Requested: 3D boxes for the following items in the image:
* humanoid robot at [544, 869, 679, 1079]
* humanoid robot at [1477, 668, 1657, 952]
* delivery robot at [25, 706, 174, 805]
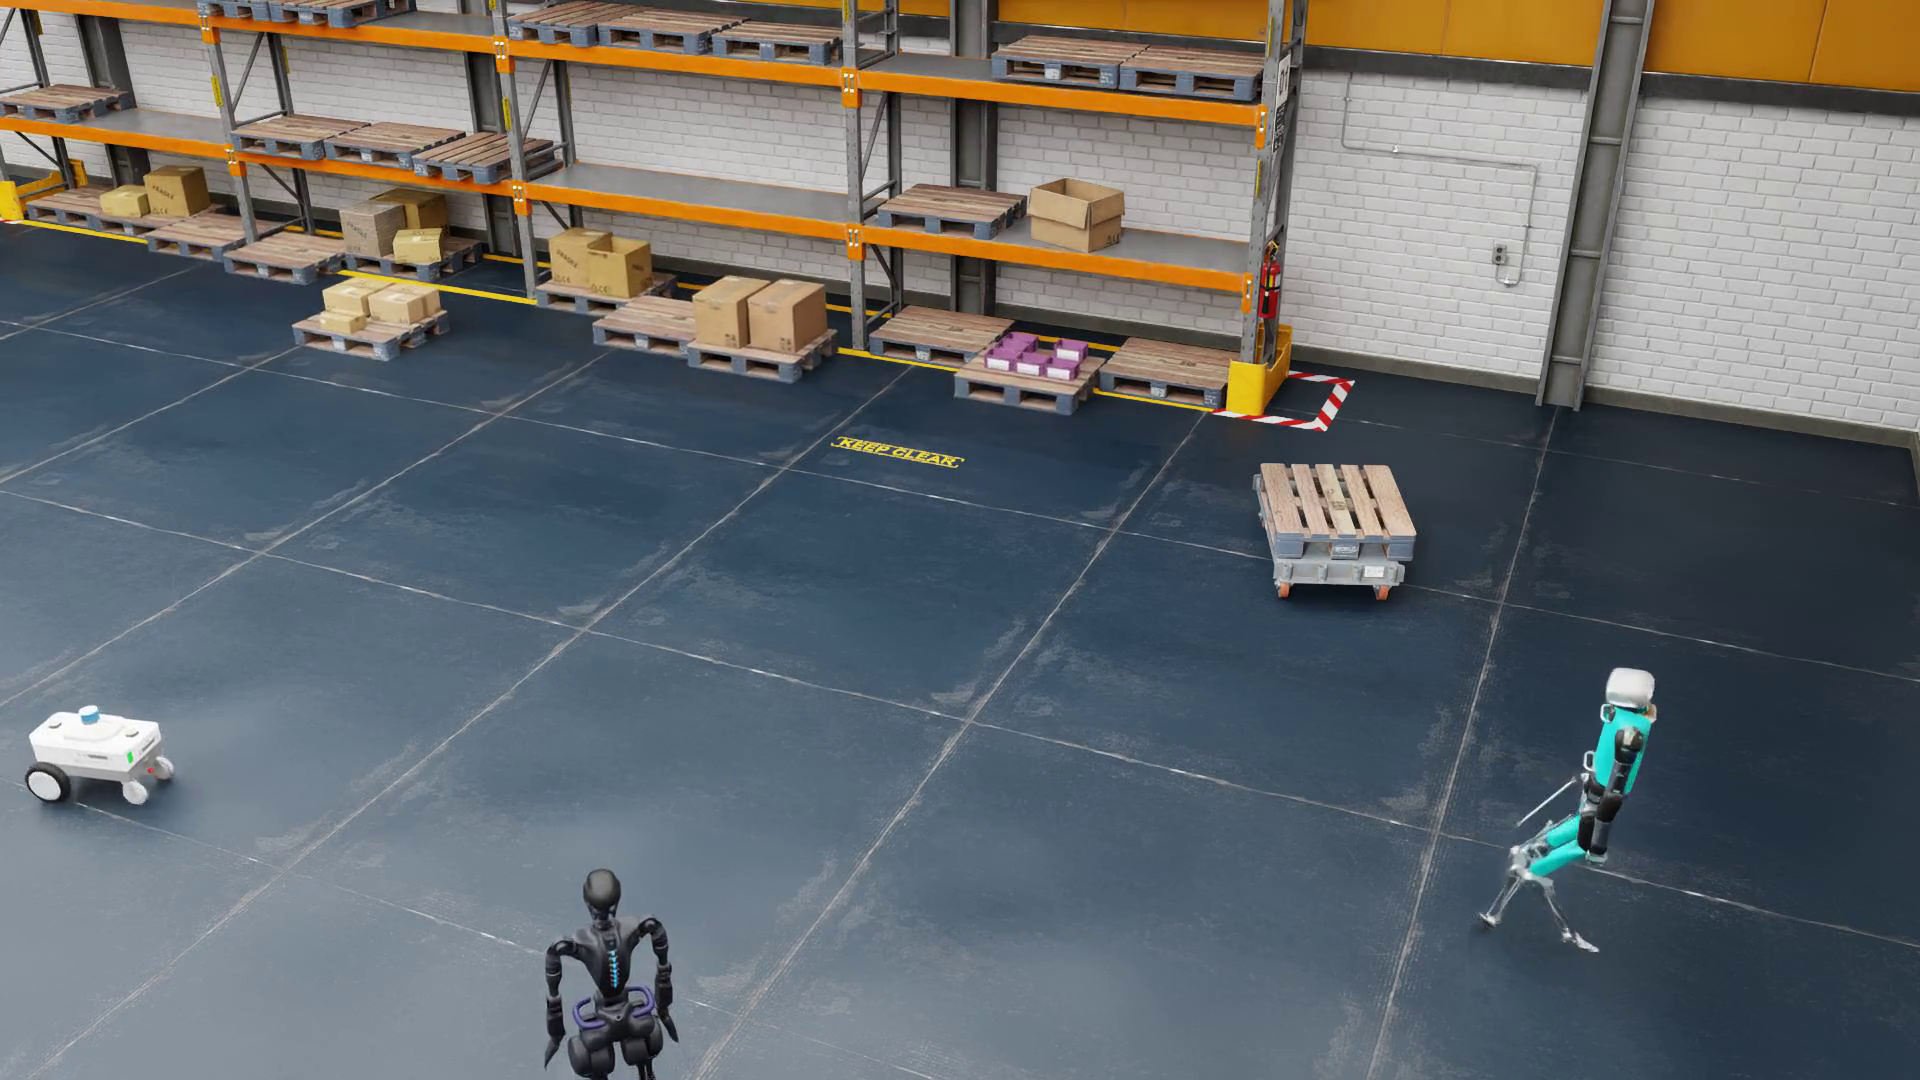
[{"bbox_3d":[-1.502,2.162,7.214,0.593,1.645,0.476,-12,30,-22],"label":"humanoid robot"},{"bbox_3d":[3.062,1.430,8.656,0.804,1.849,0.565,10,29,18],"label":"humanoid robot"},{"bbox_3d":[-5.262,1.289,10.133,0.796,0.606,0.499,5,28,9],"label":"delivery robot"}]
